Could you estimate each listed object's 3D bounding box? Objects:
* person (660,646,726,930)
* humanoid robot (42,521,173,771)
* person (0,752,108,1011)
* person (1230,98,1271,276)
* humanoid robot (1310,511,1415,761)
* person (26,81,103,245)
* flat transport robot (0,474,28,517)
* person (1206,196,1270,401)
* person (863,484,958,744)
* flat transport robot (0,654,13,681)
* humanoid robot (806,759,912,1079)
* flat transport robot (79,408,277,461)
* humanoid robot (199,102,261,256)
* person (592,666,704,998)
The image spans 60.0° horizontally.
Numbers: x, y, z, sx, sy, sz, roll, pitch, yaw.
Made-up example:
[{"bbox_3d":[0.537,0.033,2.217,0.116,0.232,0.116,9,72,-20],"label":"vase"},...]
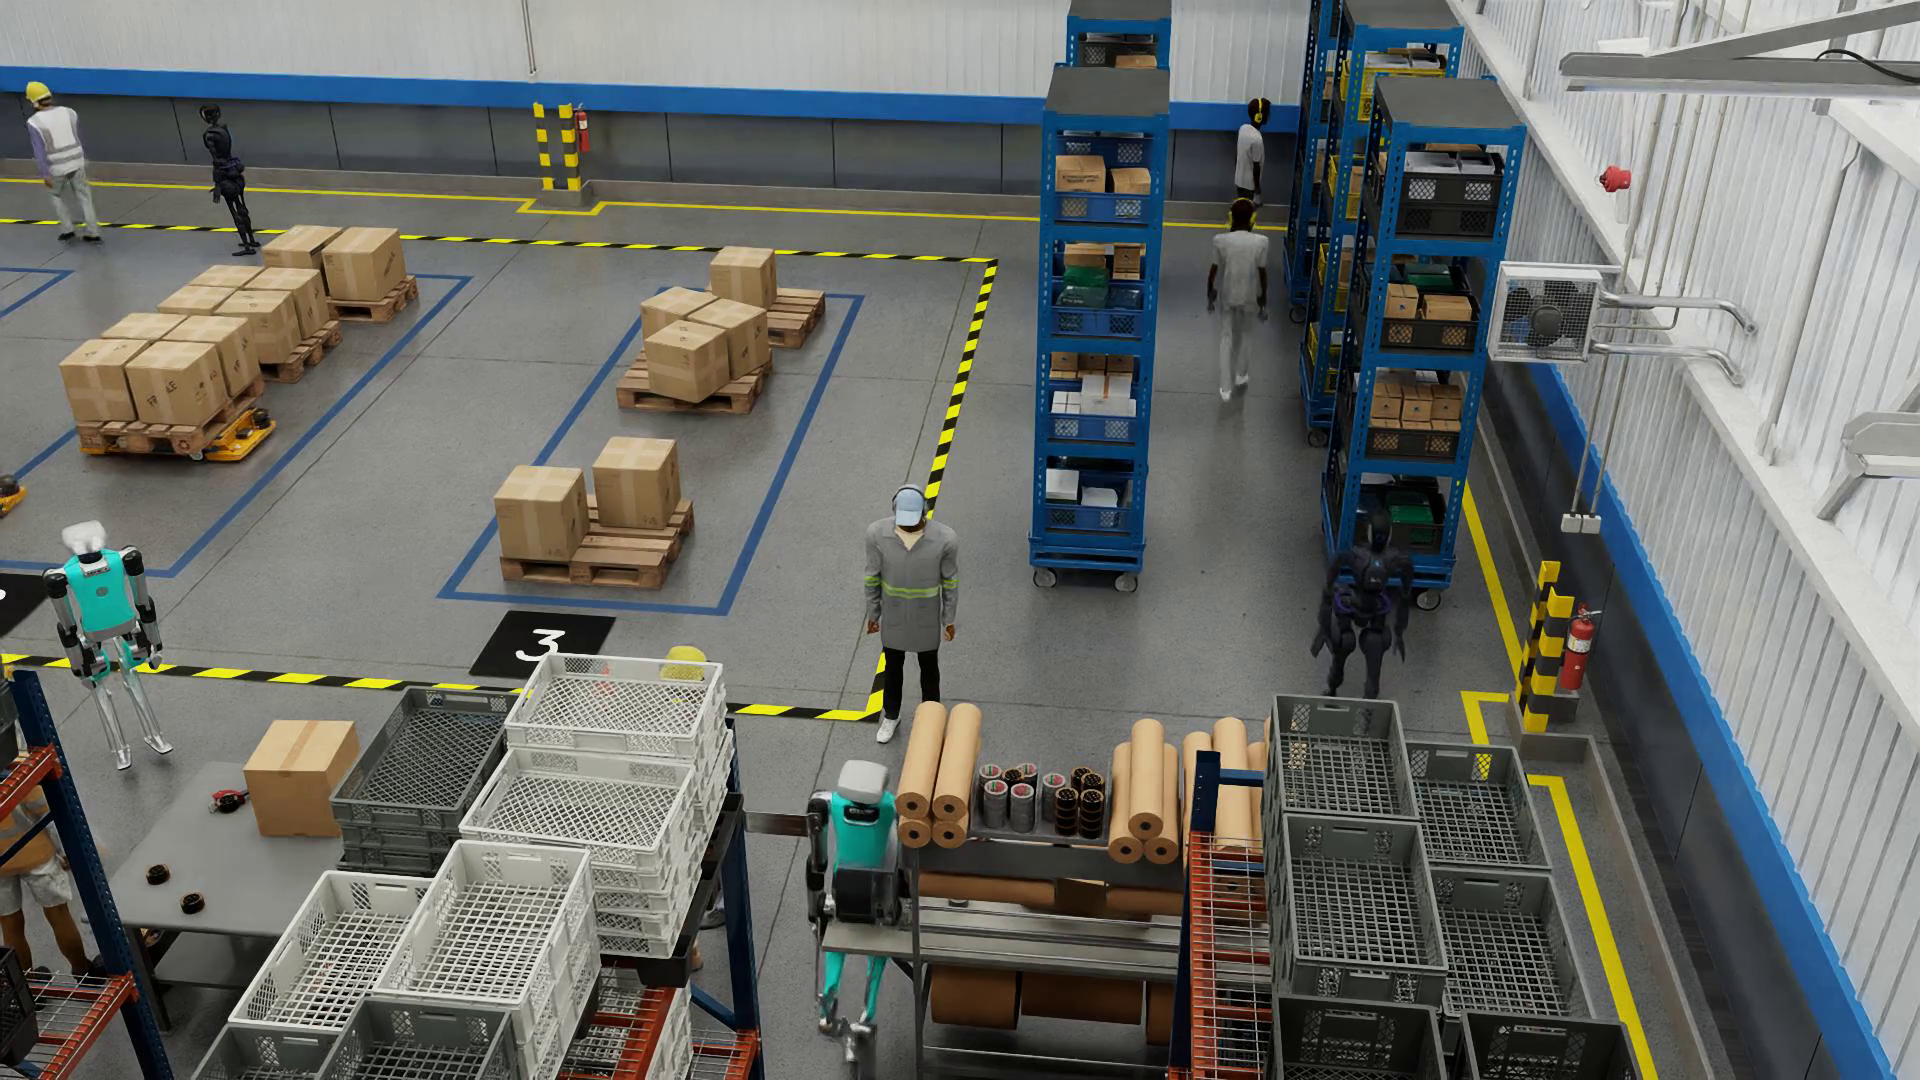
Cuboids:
[{"bbox_3d":[-1.389,1.316,8.923,0.328,1.767,0.527,-7,31,-11],"label":"person"},{"bbox_3d":[-5.173,0.580,10.089,0.533,1.671,0.735,-21,36,-32],"label":"humanoid robot"},{"bbox_3d":[-4.749,1.557,8.341,0.544,1.938,0.351,-8,31,-13],"label":"person"},{"bbox_3d":[3.039,-3.710,17.455,0.309,1.868,0.530,-7,31,-12],"label":"person"},{"bbox_3d":[2.504,0.542,10.387,0.589,1.623,0.781,0,30,1],"label":"humanoid robot"},{"bbox_3d":[-9.861,-4.119,18.214,0.610,1.808,0.607,19,35,30],"label":"person"},{"bbox_3d":[-8.283,-0.324,13.201,1.431,0.197,0.652,3,30,6],"label":"flat transport robot"},{"bbox_3d":[2.486,-2.188,14.857,0.562,1.849,0.666,5,31,9],"label":"person"},{"bbox_3d":[-0.306,0.463,10.308,0.586,1.848,0.392,3,30,5],"label":"person"},{"bbox_3d":[-7.142,0.969,11.010,1.431,0.231,0.659,3,30,6],"label":"flat transport robot"},{"bbox_3d":[-0.489,1.987,7.862,0.554,1.844,0.859,2,30,3],"label":"humanoid robot"},{"bbox_3d":[-6.709,-0.943,14.266,1.431,0.197,0.652,3,30,6],"label":"flat transport robot"},{"bbox_3d":[-7.919,-3.909,17.973,0.315,1.656,0.599,-2,30,-4],"label":"humanoid robot"},{"bbox_3d":[-1.587,1.485,8.369,0.408,2.037,0.614,10,32,16],"label":"person"}]
